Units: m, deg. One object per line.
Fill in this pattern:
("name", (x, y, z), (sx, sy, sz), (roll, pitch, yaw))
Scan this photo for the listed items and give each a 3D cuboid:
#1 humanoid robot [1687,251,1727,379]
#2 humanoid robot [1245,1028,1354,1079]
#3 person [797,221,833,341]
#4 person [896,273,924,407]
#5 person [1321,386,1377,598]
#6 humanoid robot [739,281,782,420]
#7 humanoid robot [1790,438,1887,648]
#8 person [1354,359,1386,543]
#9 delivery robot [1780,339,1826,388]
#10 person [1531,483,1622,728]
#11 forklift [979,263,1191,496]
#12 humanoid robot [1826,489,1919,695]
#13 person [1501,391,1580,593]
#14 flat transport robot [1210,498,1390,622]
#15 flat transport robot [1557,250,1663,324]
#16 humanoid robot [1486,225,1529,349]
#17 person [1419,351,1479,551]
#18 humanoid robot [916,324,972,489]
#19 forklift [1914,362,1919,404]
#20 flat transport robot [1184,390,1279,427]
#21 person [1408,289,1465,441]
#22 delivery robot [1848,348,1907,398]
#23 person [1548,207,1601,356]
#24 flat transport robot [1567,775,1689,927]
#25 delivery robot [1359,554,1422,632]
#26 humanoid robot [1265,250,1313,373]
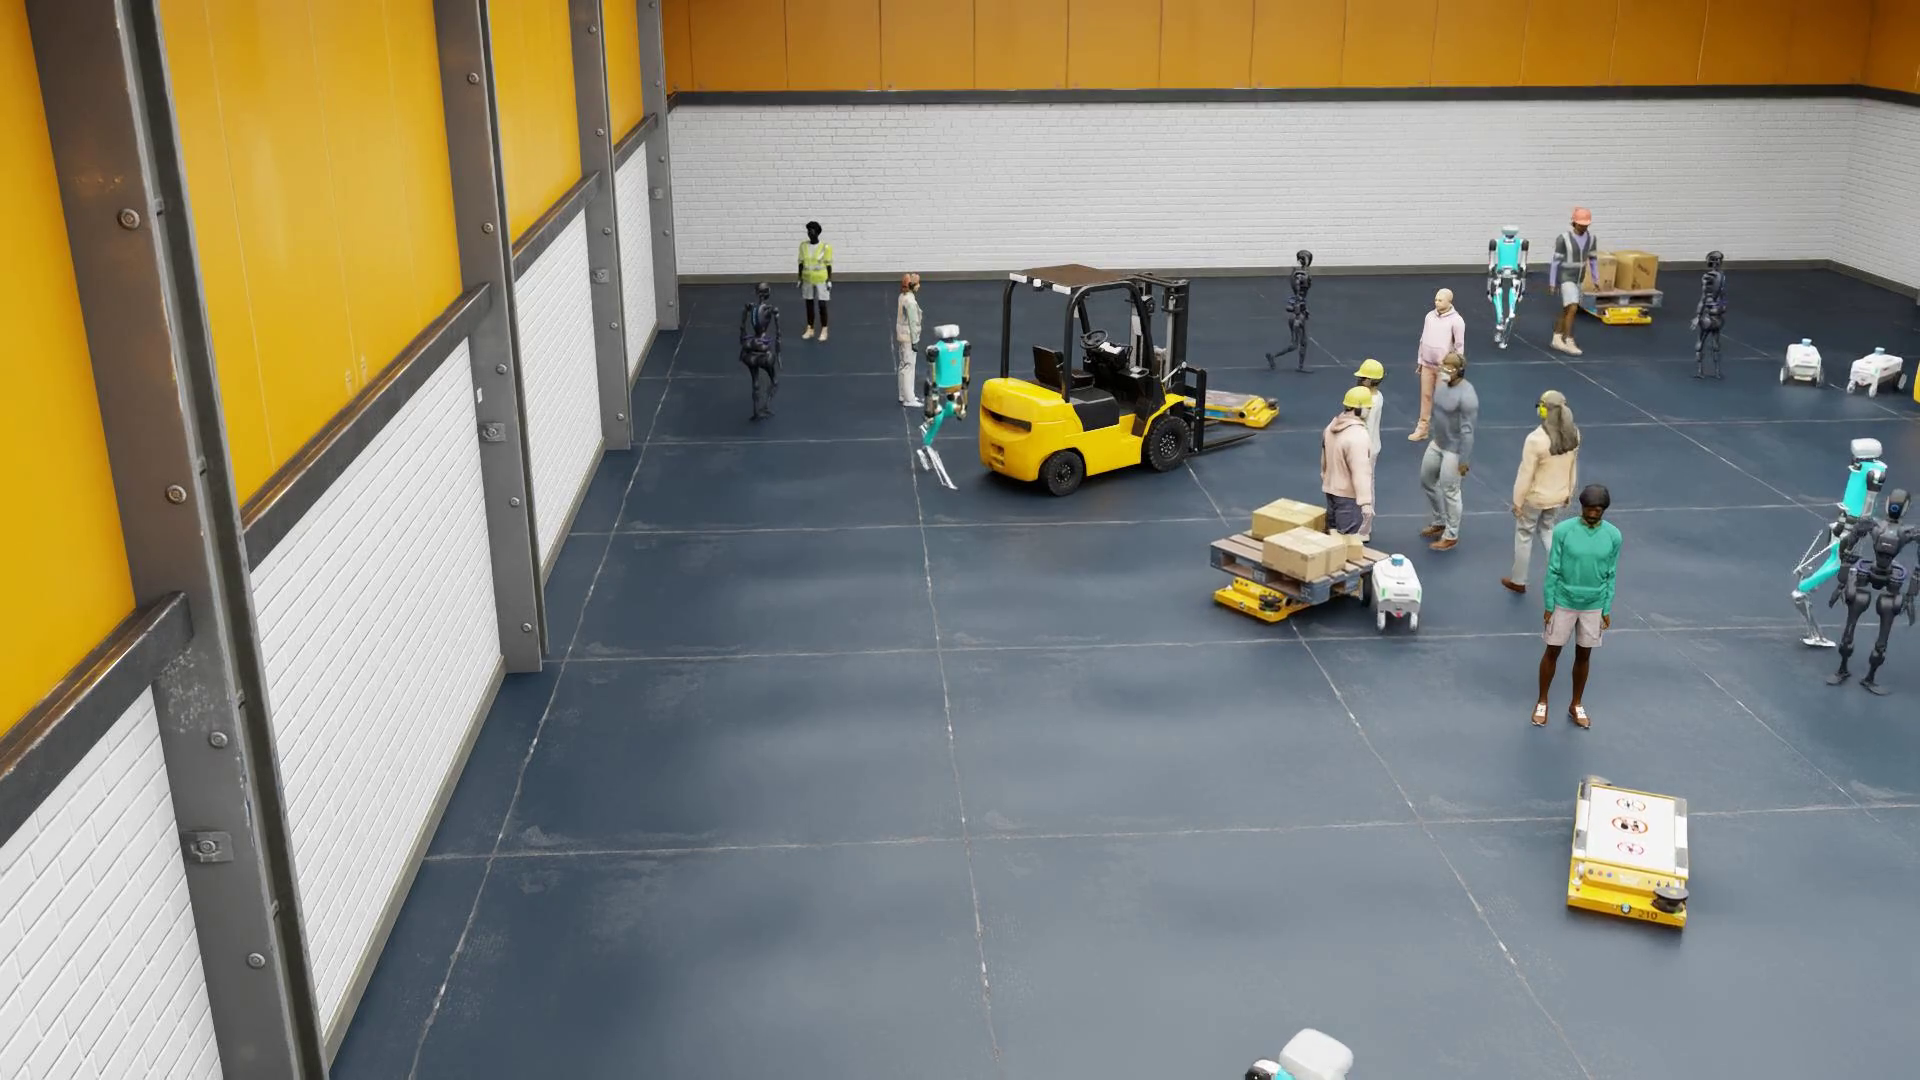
("humanoid robot", (9.741, -2.901, 21.509), (0.598, 1.636, 0.449), (-17, 26, -38))
("humanoid robot", (1.135, 2.736, 6.090), (0.530, 1.776, 0.988), (13, 24, 32))
("person", (-2.051, -3.668, 23.553), (0.535, 1.697, 0.320), (7, 21, 19))
("person", (-0.623, -2.440, 20.290), (0.312, 1.634, 0.513), (-5, 21, -13))
("person", (3.348, -0.426, 14.471), (0.422, 1.863, 0.816), (-4, 21, -12))
("humanoid robot", (-2.379, -2.237, 19.691), (0.606, 1.643, 0.349), (10, 22, 25))
("humanoid robot", (6.936, 0.076, 13.352), (0.674, 1.839, 0.545), (4, 21, 11))
("person", (3.828, -0.845, 15.749), (0.294, 1.772, 0.531), (7, 21, 19))
("delivery robot", (10.858, -2.270, 21.420), (0.499, 0.610, 0.813), (7, 21, 19))
("person", (4.479, 0.465, 12.070), (0.494, 1.849, 0.396), (3, 20, 9))
("forklift", (1.315, -1.764, 17.646), (2.313, 2.155, 1.214), (-14, 24, -33))
("humanoid robot", (6.933, 0.372, 12.576), (0.589, 1.641, 0.374), (12, 23, 29))
("person", (5.029, -0.395, 14.391), (0.590, 1.861, 0.564), (-8, 22, -21))
("flat transport robot", (2.957, 0.378, 14.596), (1.431, 0.231, 0.659), (-15, 25, -36))
("flat transport robot", (9.832, -3.524, 25.228), (0.659, 0.231, 1.431), (-2, 20, -5))
("humanoid robot", (7.472, -3.400, 22.781), (0.556, 1.728, 1.030), (5, 21, 14))
("person", (4.561, -0.837, 15.507), (0.400, 1.922, 0.648), (-5, 21, -13))
("humanoid robot", (-0.304, -1.462, 17.540), (0.534, 1.775, 0.996), (-12, 24, -30))
("forklift", (12.602, -2.435, 19.475), (2.313, 2.155, 1.214), (-1, 20, -4))
("flat transport robot", (3.049, -1.603, 19.996), (1.431, 0.231, 0.659), (10, 22, 24))
("person", (5.405, -1.954, 18.751), (0.399, 1.781, 0.535), (-17, 26, -39))
("delivery robot", (11.583, -2.123, 21.019), (0.813, 0.609, 0.499), (-15, 25, -35))
("person", (8.446, -3.528, 22.711), (0.640, 2.008, 0.842), (-9, 22, -23))
("flat transport robot", (4.182, 1.919, 10.399), (0.659, 0.231, 1.431), (8, 22, 20))
("delivery robot", (3.683, 0.413, 14.096), (0.499, 0.601, 0.798), (2, 20, 6))
("humanoid robot", (4.368, -2.996, 21.780), (0.616, 1.637, 0.612), (7, 21, 19))
